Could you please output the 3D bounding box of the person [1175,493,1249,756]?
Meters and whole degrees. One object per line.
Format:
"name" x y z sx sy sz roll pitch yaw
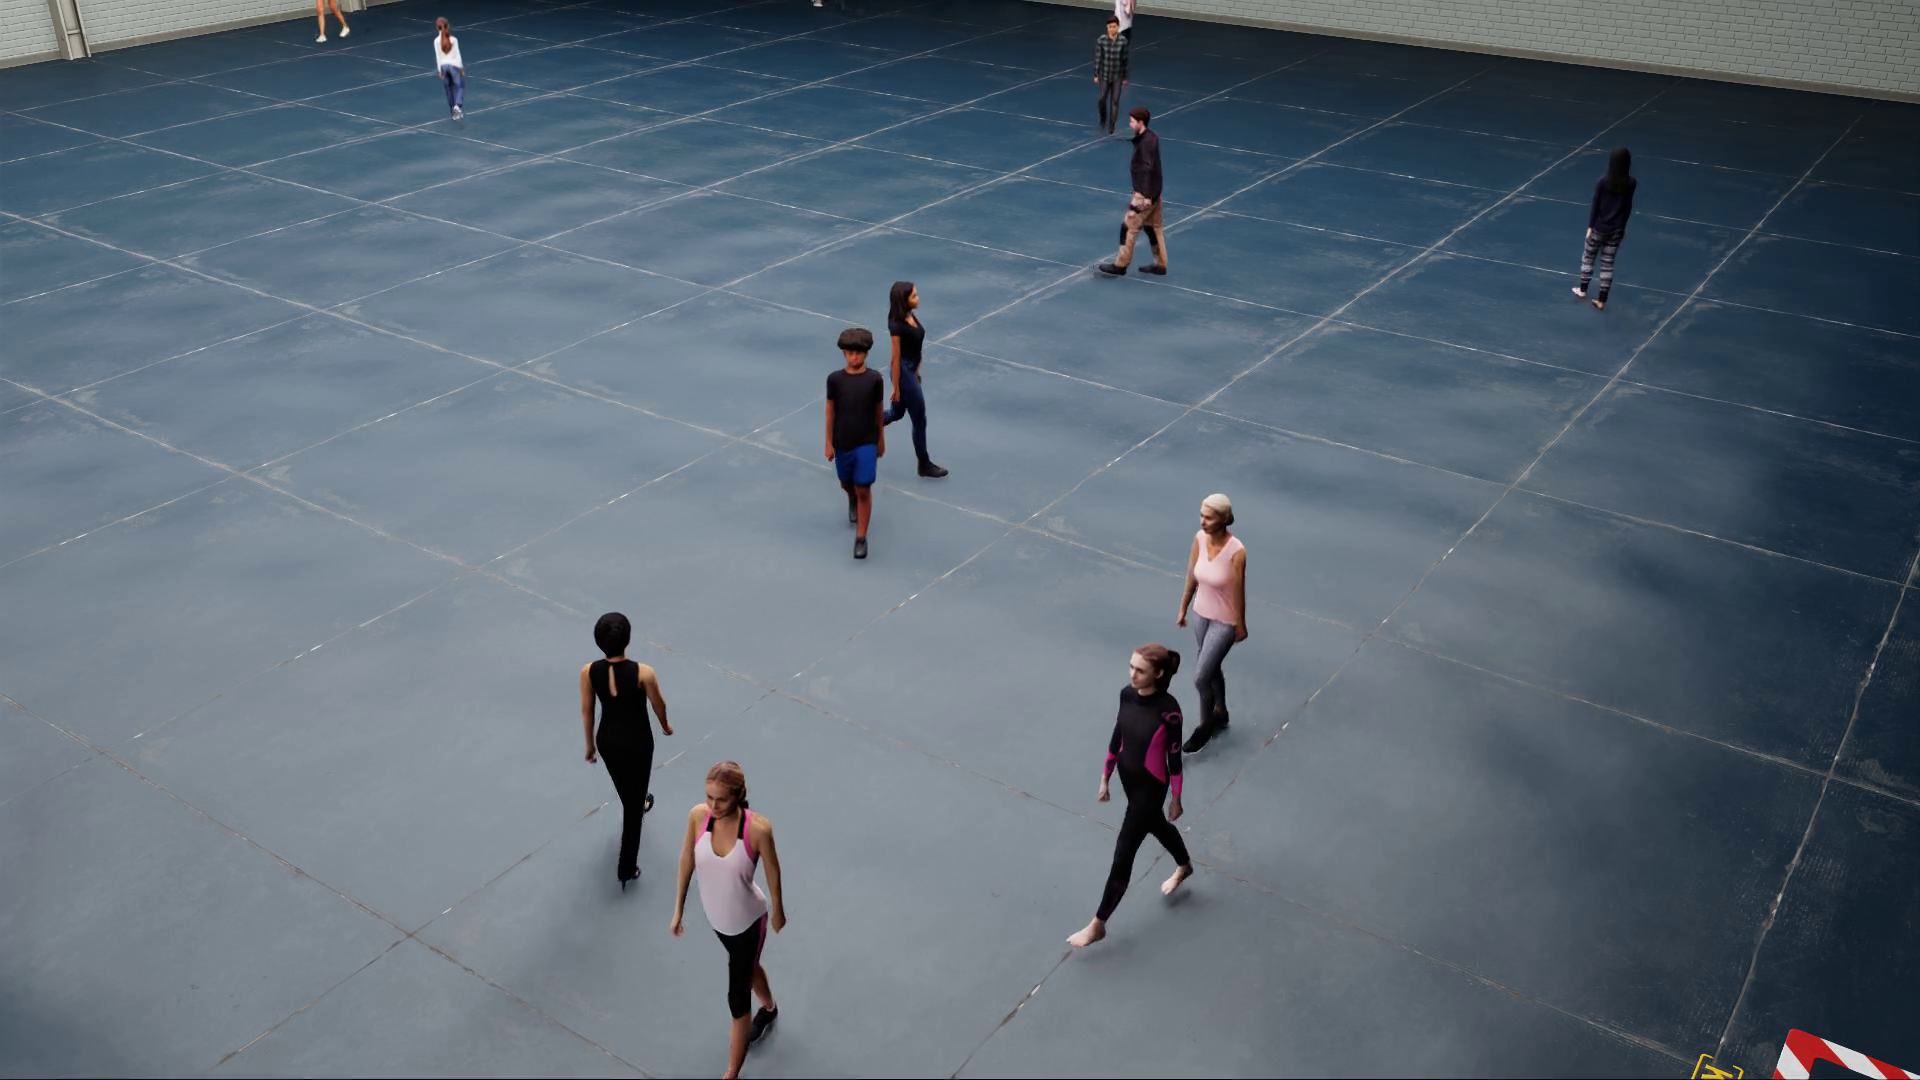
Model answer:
"person" 1.655 0.470 10.356 0.841 1.708 0.715 -18 32 -31

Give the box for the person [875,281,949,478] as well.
"person" -0.547 -1.326 13.840 0.981 1.713 1.115 4 27 7

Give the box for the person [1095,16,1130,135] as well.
"person" 2.224 -6.834 24.358 0.811 1.699 0.812 4 28 8

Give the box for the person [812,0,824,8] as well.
"person" -2.944 -11.886 34.426 0.663 1.641 0.577 22 34 36

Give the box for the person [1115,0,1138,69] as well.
"person" 2.821 -9.085 28.808 0.674 1.804 0.506 18 32 31

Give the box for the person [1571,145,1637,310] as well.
"person" 6.902 -3.293 17.654 0.862 1.716 0.943 -1 27 -2

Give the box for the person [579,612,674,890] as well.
"person" -1.863 1.187 9.125 0.870 1.560 1.096 5 28 9

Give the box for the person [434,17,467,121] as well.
"person" -7.764 -7.147 25.325 0.828 1.547 0.903 -3 27 -7

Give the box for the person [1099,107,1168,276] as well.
"person" 2.066 -3.852 18.552 1.041 1.890 1.074 5 28 9

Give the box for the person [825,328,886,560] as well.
"person" -0.800 -0.802 12.755 0.999 1.773 1.204 1 27 3

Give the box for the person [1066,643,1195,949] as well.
"person" 1.032 1.284 8.787 1.228 1.698 0.819 -20 33 -33

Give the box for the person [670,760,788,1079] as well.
"person" -1.014 1.727 7.872 0.746 1.748 1.090 13 30 23

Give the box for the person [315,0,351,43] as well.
"person" -11.833 -10.274 31.175 0.792 1.750 1.201 10 29 18
